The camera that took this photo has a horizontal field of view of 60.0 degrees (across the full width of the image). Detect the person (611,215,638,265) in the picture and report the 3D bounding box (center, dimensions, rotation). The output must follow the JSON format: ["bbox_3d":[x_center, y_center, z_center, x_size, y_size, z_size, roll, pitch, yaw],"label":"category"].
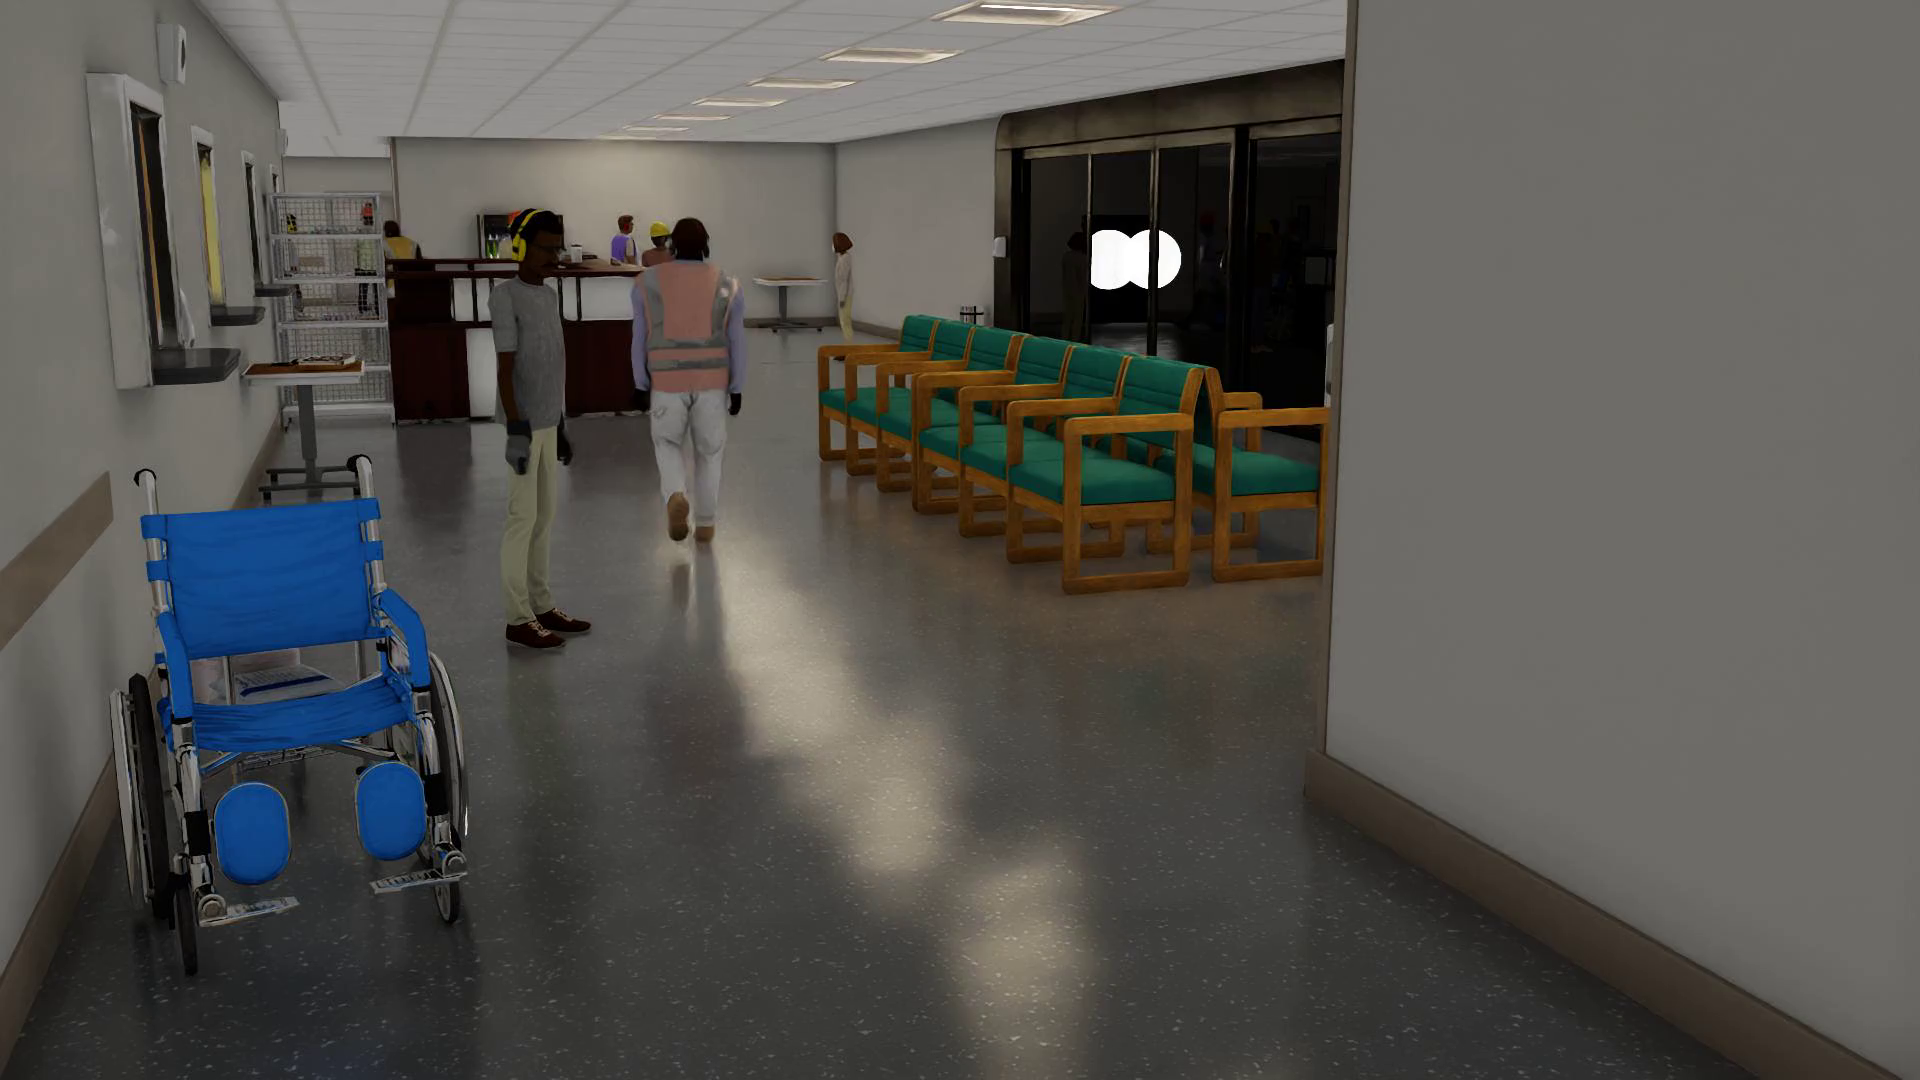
[{"bbox_3d":[-4.952,-3.870,24.610,0.390,1.846,0.564,-9,14,-38],"label":"person"}]

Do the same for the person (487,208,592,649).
[{"bbox_3d":[-1.814,-0.478,7.155,0.332,1.865,0.520,2,11,12],"label":"person"}]

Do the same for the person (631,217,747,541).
[{"bbox_3d":[-1.495,-0.865,9.229,0.642,1.829,0.580,-2,11,-9],"label":"person"}]

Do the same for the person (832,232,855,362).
[{"bbox_3d":[-1.484,-3.091,21.191,0.285,1.627,0.504,0,11,-1],"label":"person"}]

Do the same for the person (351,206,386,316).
[{"bbox_3d":[-9.817,-4.553,27.721,0.612,1.995,0.392,-9,14,-39],"label":"person"}]

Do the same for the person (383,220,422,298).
[{"bbox_3d":[-7.820,-3.590,23.368,0.663,1.783,0.923,-11,15,-43],"label":"person"}]

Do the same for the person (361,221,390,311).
[{"bbox_3d":[-11.406,-5.392,32.387,0.598,1.879,1.033,1,11,7],"label":"person"}]

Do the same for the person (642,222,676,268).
[{"bbox_3d":[-3.546,-2.886,19.772,0.533,1.765,0.329,2,11,11],"label":"person"}]
